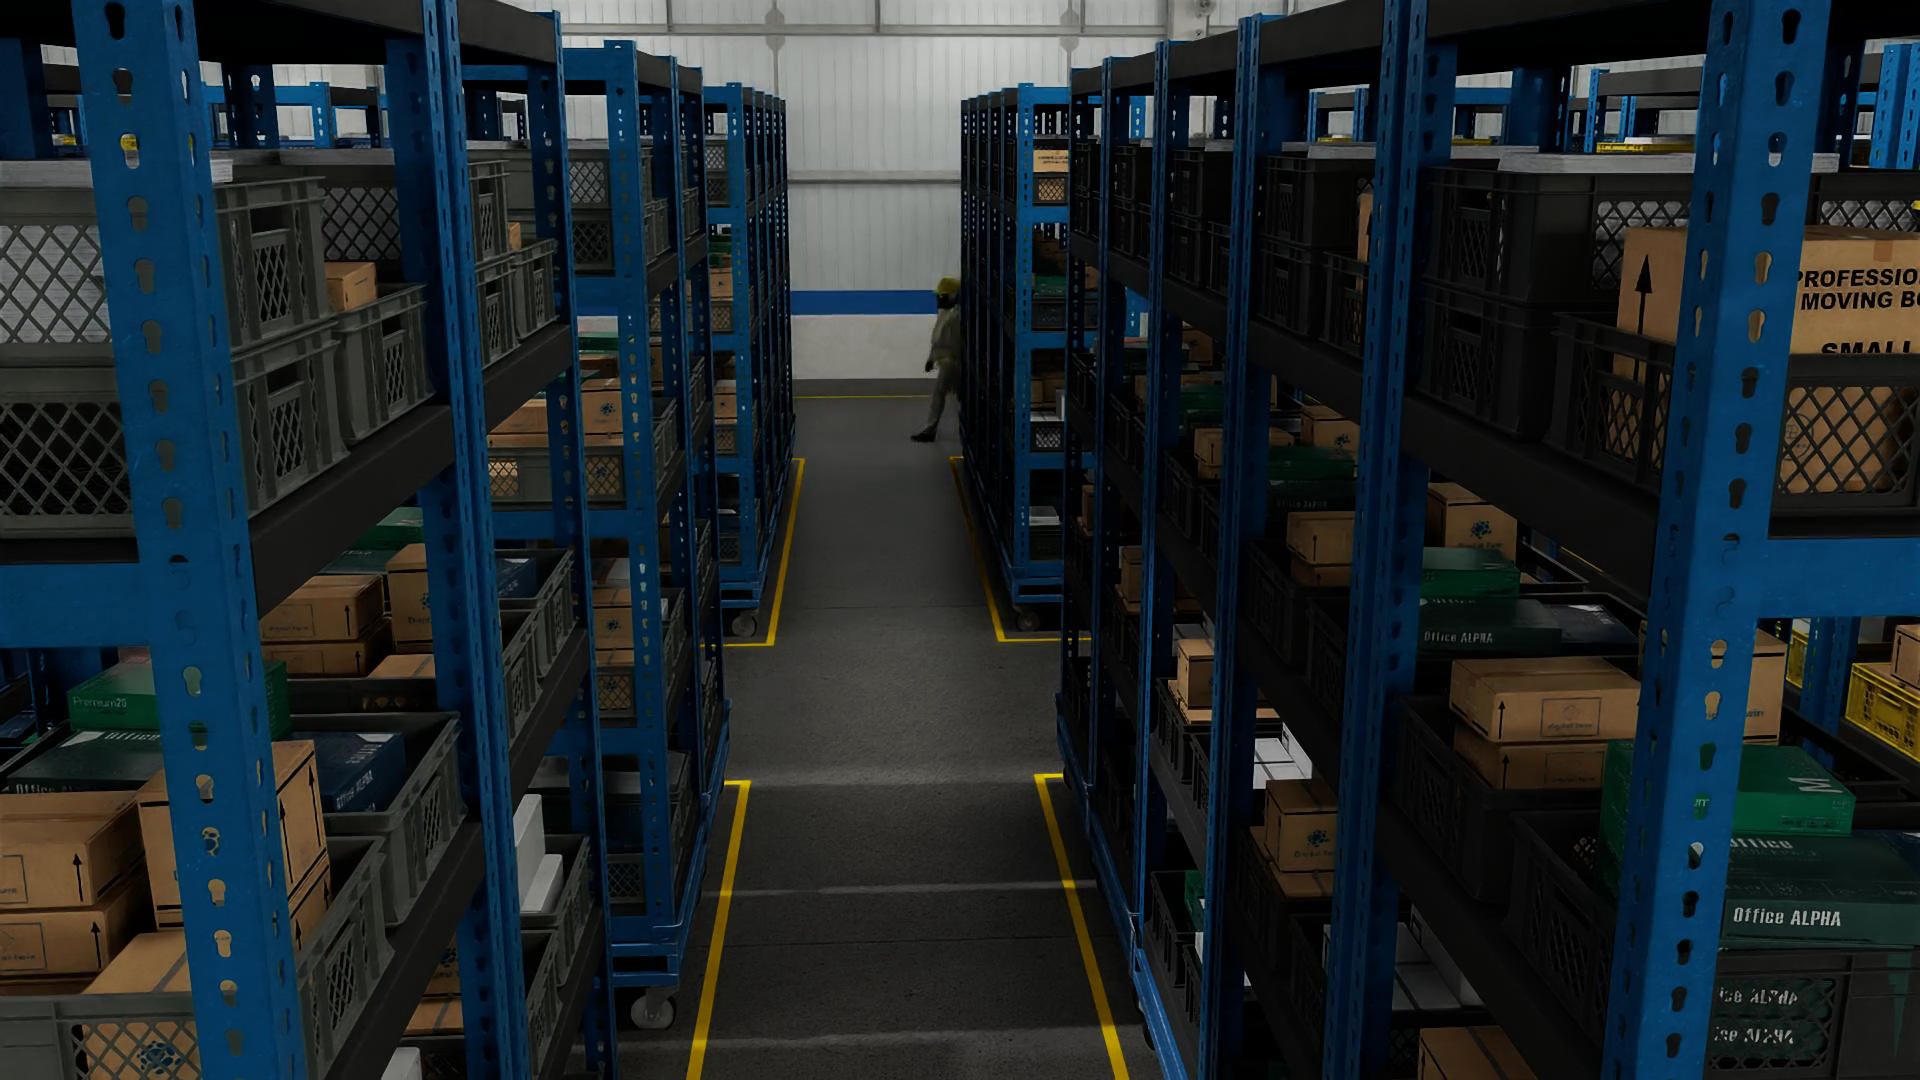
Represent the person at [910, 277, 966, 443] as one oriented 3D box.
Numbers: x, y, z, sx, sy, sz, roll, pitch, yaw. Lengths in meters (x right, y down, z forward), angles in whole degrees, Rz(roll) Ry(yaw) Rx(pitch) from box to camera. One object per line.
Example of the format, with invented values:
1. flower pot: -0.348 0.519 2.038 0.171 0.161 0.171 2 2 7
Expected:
1. person: -0.072 -1.959 18.002 0.934 1.790 0.594 -4 14 -14
